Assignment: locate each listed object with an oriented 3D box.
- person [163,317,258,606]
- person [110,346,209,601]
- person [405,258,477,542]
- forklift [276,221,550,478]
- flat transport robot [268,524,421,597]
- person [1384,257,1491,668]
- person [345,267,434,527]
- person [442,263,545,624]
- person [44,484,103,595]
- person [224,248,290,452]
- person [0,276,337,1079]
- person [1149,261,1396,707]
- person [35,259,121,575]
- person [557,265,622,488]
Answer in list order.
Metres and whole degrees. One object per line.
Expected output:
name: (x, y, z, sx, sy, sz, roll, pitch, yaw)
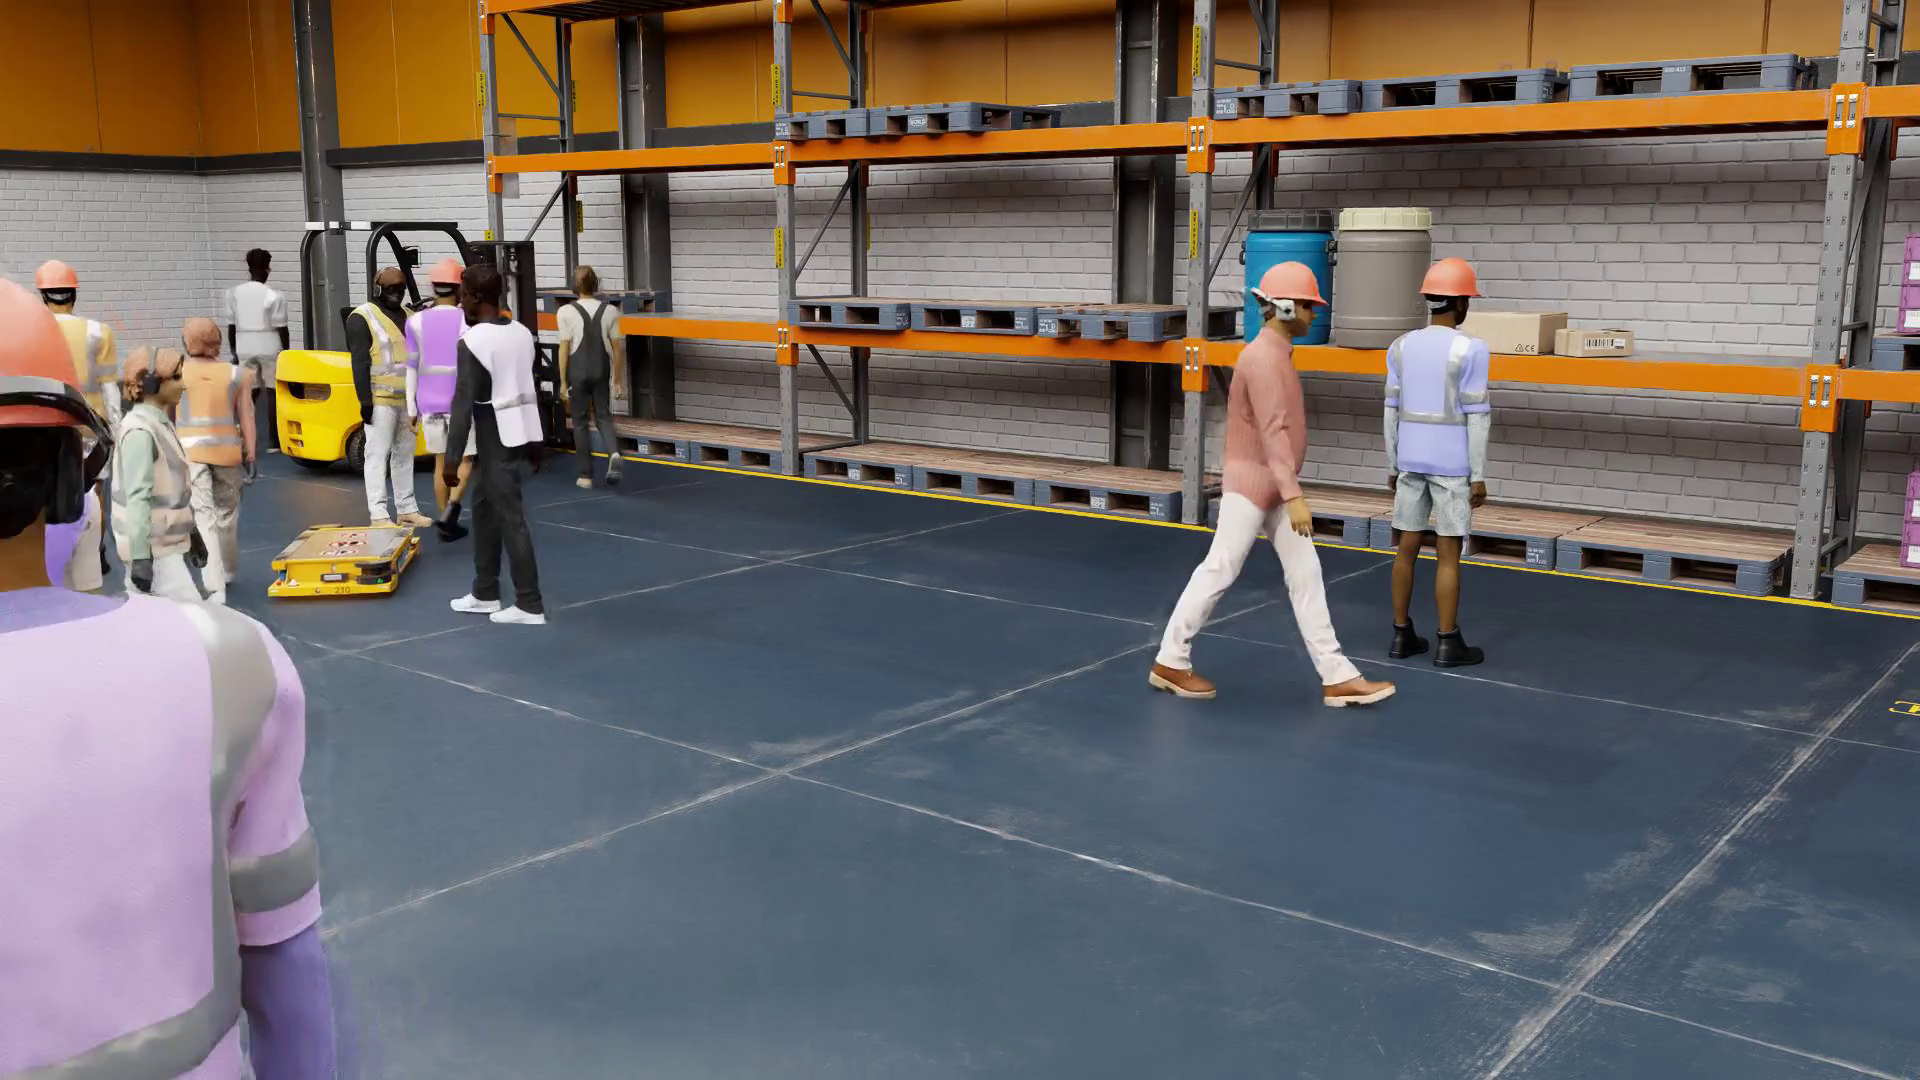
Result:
person: (-4.245, -0.450, 9.368, 0.515, 1.593, 0.861, -7, 13, -35)
person: (-3.080, 0.035, 6.629, 0.751, 1.601, 0.529, -4, 11, -20)
person: (-3.388, -0.897, 10.980, 0.582, 1.909, 0.681, 0, 10, 1)
forklift: (-4.922, -1.741, 14.854, 1.214, 2.155, 2.313, 8, 13, 38)
flat transport robot: (-3.662, 0.102, 9.971, 0.652, 0.197, 1.431, -2, 10, -11)
person: (2.283, -0.365, 7.938, 0.375, 1.939, 0.546, -8, 13, -38)
person: (-3.942, -0.971, 11.583, 0.430, 1.839, 0.619, 5, 11, 25)
person: (-2.537, -0.493, 8.754, 0.761, 1.892, 0.630, 2, 10, 13)
person: (-2.275, 0.425, 3.872, 0.575, 1.821, 0.605, -5, 11, -26)
person: (-6.640, -1.777, 15.720, 0.624, 1.948, 0.581, 0, 10, 2)
person: (-1.051, 0.713, 1.768, 0.980, 1.996, 0.637, 6, 12, 30)
person: (1.331, -0.226, 7.204, 1.080, 1.937, 0.618, 5, 11, 25)
person: (-5.217, -0.679, 9.749, 0.558, 1.915, 0.812, -5, 11, -24)
person: (-2.972, -1.298, 13.424, 0.512, 1.828, 0.653, -6, 12, -29)
